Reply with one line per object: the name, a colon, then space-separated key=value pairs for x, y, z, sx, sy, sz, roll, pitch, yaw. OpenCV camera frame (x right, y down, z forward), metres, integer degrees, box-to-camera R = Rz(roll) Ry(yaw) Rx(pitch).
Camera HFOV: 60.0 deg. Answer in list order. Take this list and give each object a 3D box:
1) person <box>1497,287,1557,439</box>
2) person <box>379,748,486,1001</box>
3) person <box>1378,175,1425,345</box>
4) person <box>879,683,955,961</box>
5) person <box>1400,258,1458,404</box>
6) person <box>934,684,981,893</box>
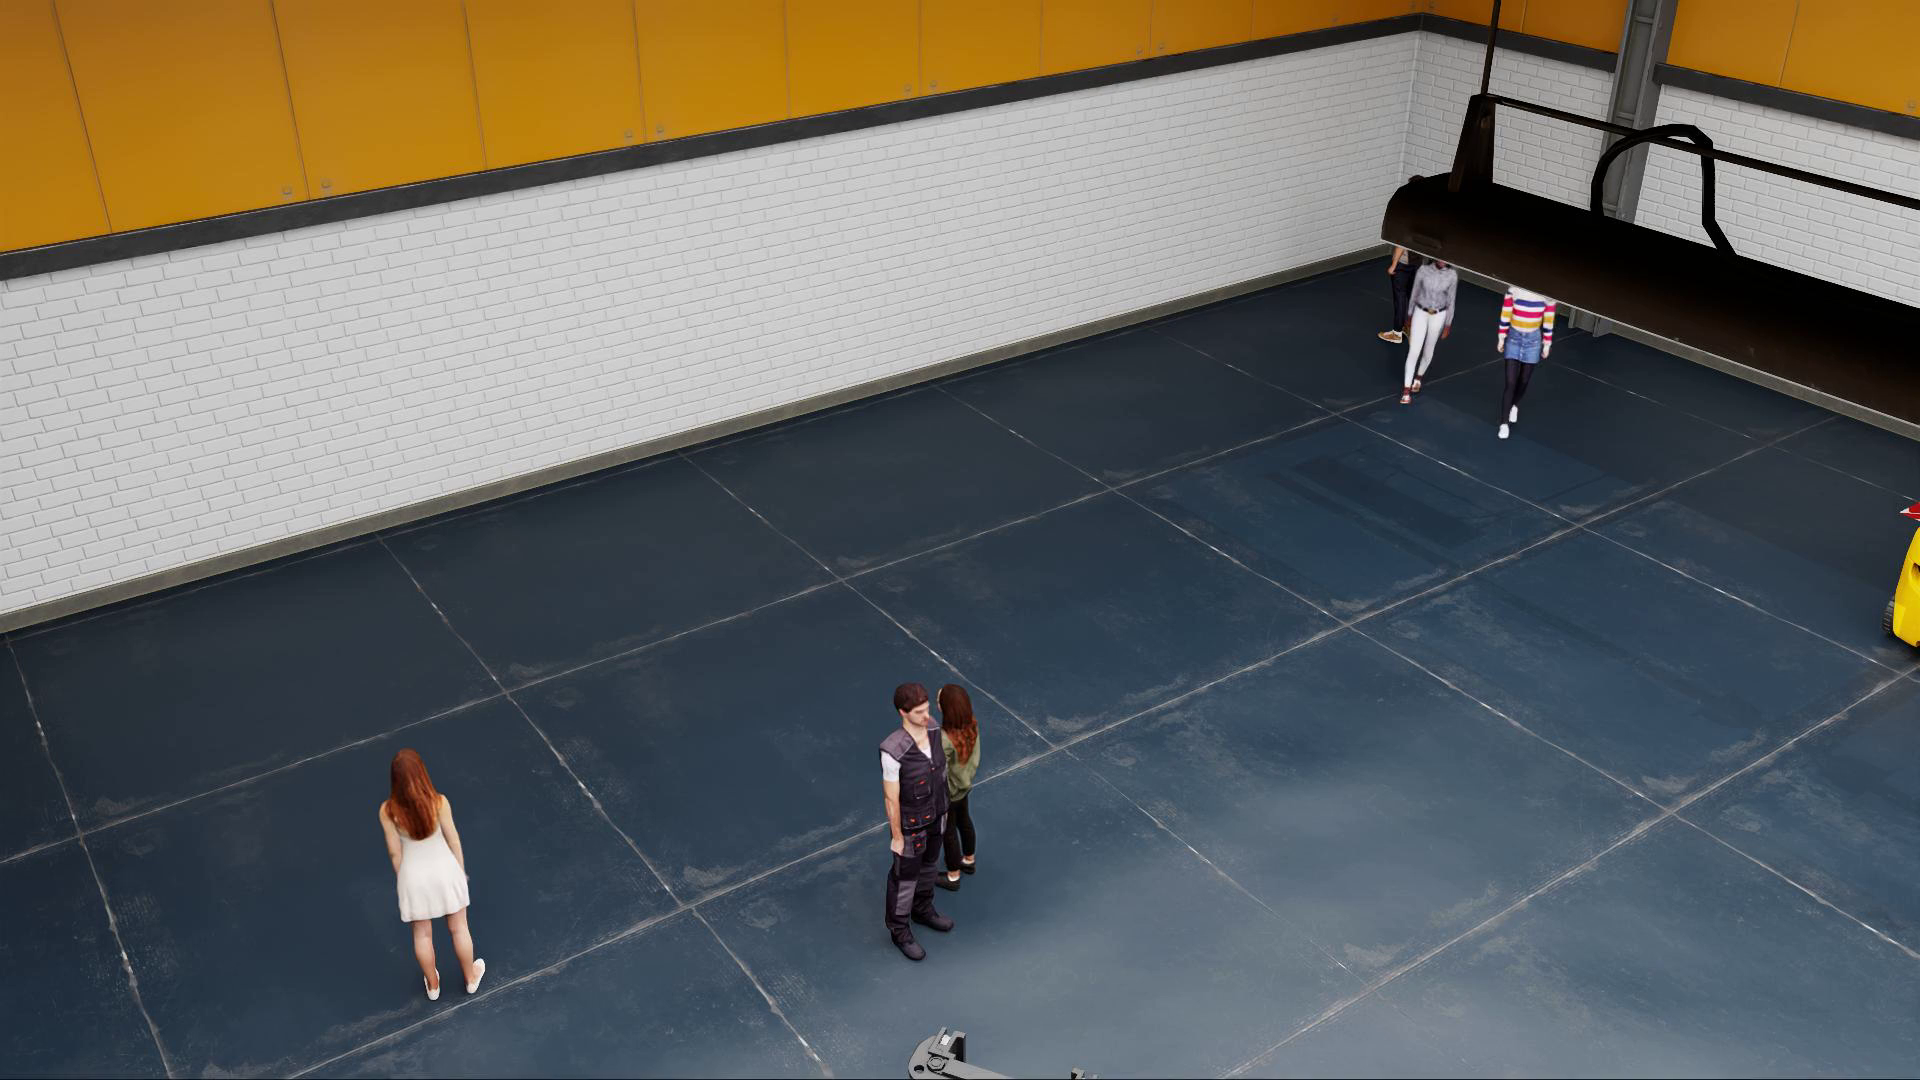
person: x=5.624 y=-1.961 z=16.580 sx=1.032 sy=1.786 sz=1.062 roll=7 pitch=29 yaw=13
person: x=-3.048 y=1.918 z=9.546 sx=0.633 sy=1.711 sz=0.644 roll=-6 pitch=29 yaw=-11
person: x=5.029 y=-3.149 z=18.646 sx=0.657 sy=1.893 sz=0.534 roll=-17 pitch=33 yaw=-28
person: x=-0.272 y=1.637 z=9.918 sx=0.693 sy=1.849 sz=0.721 roll=18 pitch=34 yaw=30
person: x=4.887 y=-2.299 z=17.306 sx=1.081 sy=1.685 sz=1.078 roll=9 pitch=30 yaw=17
person: x=-0.037 y=1.546 z=10.476 sx=0.658 sy=1.475 sz=0.649 roll=13 pitch=31 yaw=22
